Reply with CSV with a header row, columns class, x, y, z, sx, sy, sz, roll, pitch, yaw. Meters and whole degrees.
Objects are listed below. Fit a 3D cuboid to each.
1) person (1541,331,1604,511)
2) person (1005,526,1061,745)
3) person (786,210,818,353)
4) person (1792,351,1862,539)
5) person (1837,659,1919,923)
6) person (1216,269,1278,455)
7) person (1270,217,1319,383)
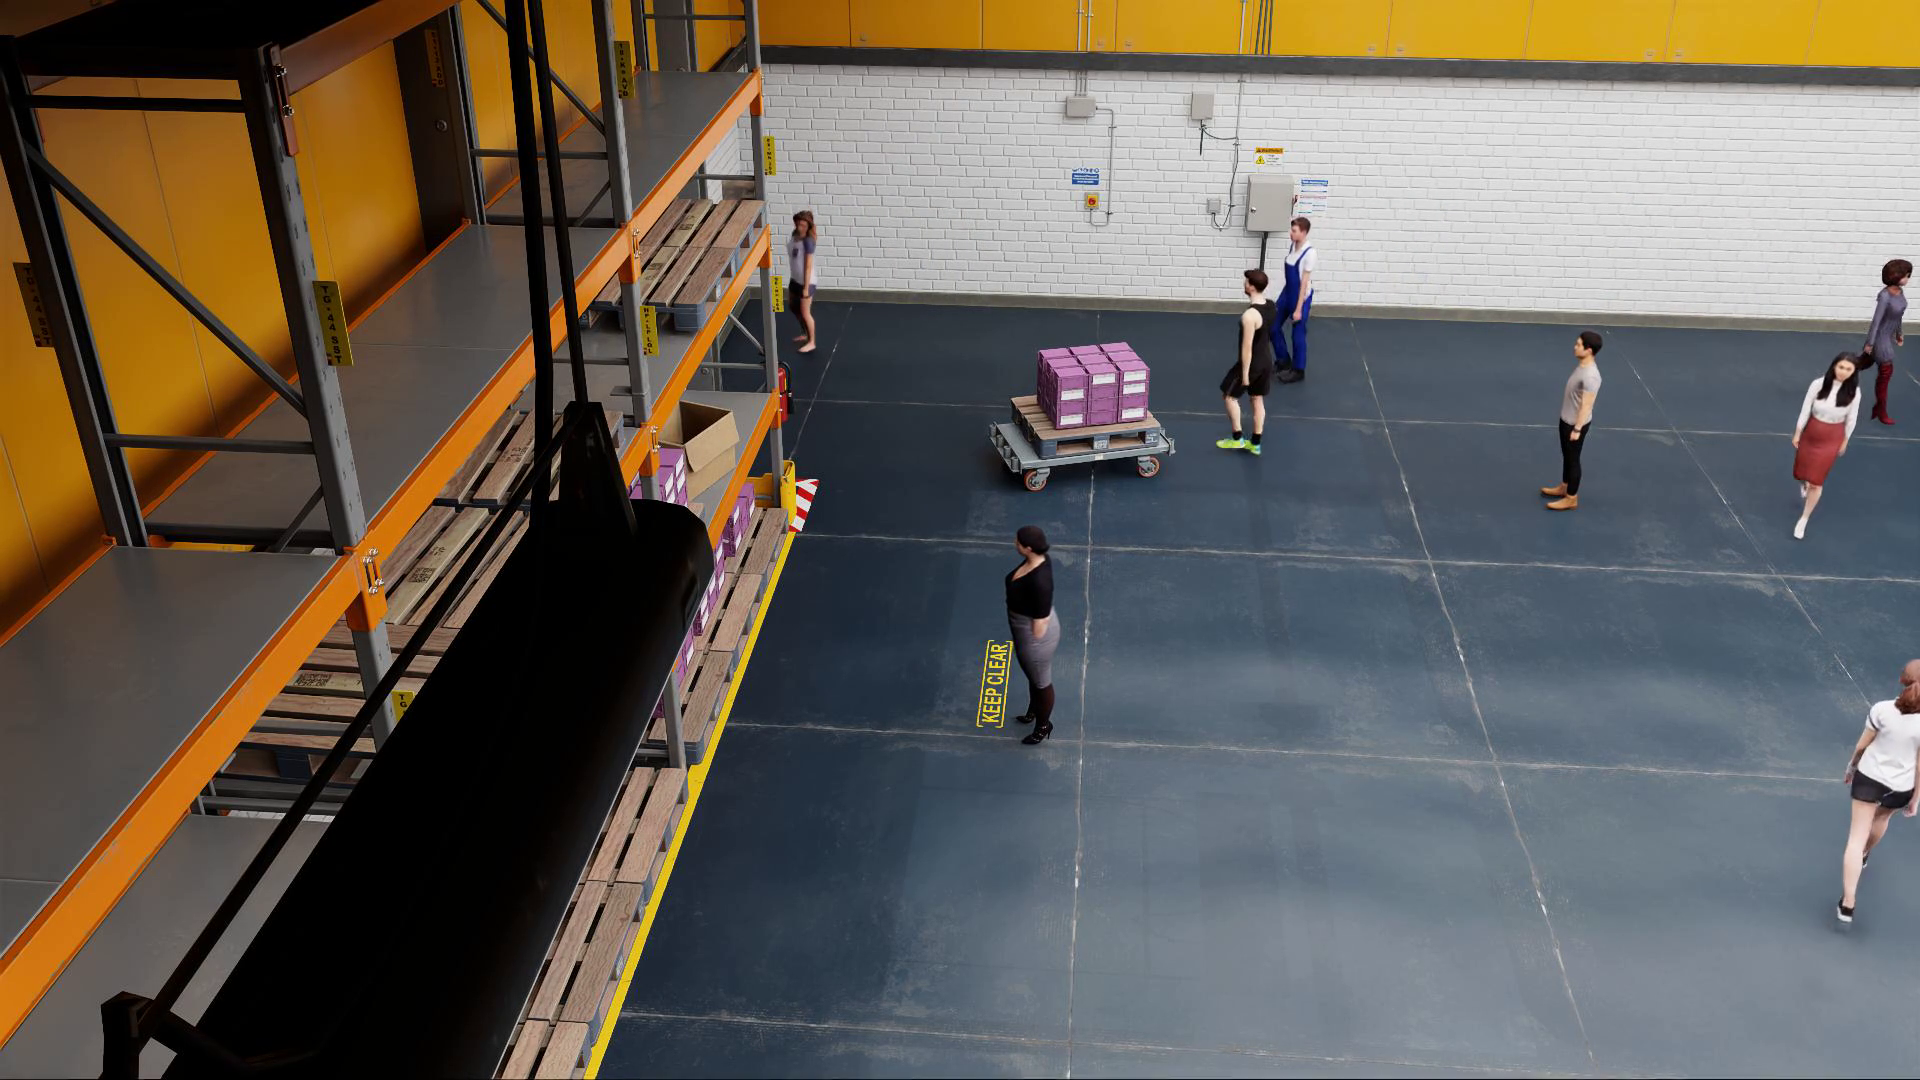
class,x,y,z,sx,sy,sz,roll,pitch,yaw
person,5.660,-1.107,15.261,0.686,1.722,0.487,5,29,10
person,0.555,0.668,11.973,0.753,1.756,0.604,-2,29,-3
person,-1.733,-2.892,18.561,0.853,1.697,0.720,-7,29,-13
person,7.680,-0.880,14.834,0.869,1.733,1.012,18,34,30
person,5.718,1.591,10.342,0.853,1.696,1.225,13,31,23
person,2.922,-1.700,16.185,0.867,1.879,0.791,25,37,37
person,3.688,-2.579,17.840,0.830,1.837,0.760,-12,31,-21
